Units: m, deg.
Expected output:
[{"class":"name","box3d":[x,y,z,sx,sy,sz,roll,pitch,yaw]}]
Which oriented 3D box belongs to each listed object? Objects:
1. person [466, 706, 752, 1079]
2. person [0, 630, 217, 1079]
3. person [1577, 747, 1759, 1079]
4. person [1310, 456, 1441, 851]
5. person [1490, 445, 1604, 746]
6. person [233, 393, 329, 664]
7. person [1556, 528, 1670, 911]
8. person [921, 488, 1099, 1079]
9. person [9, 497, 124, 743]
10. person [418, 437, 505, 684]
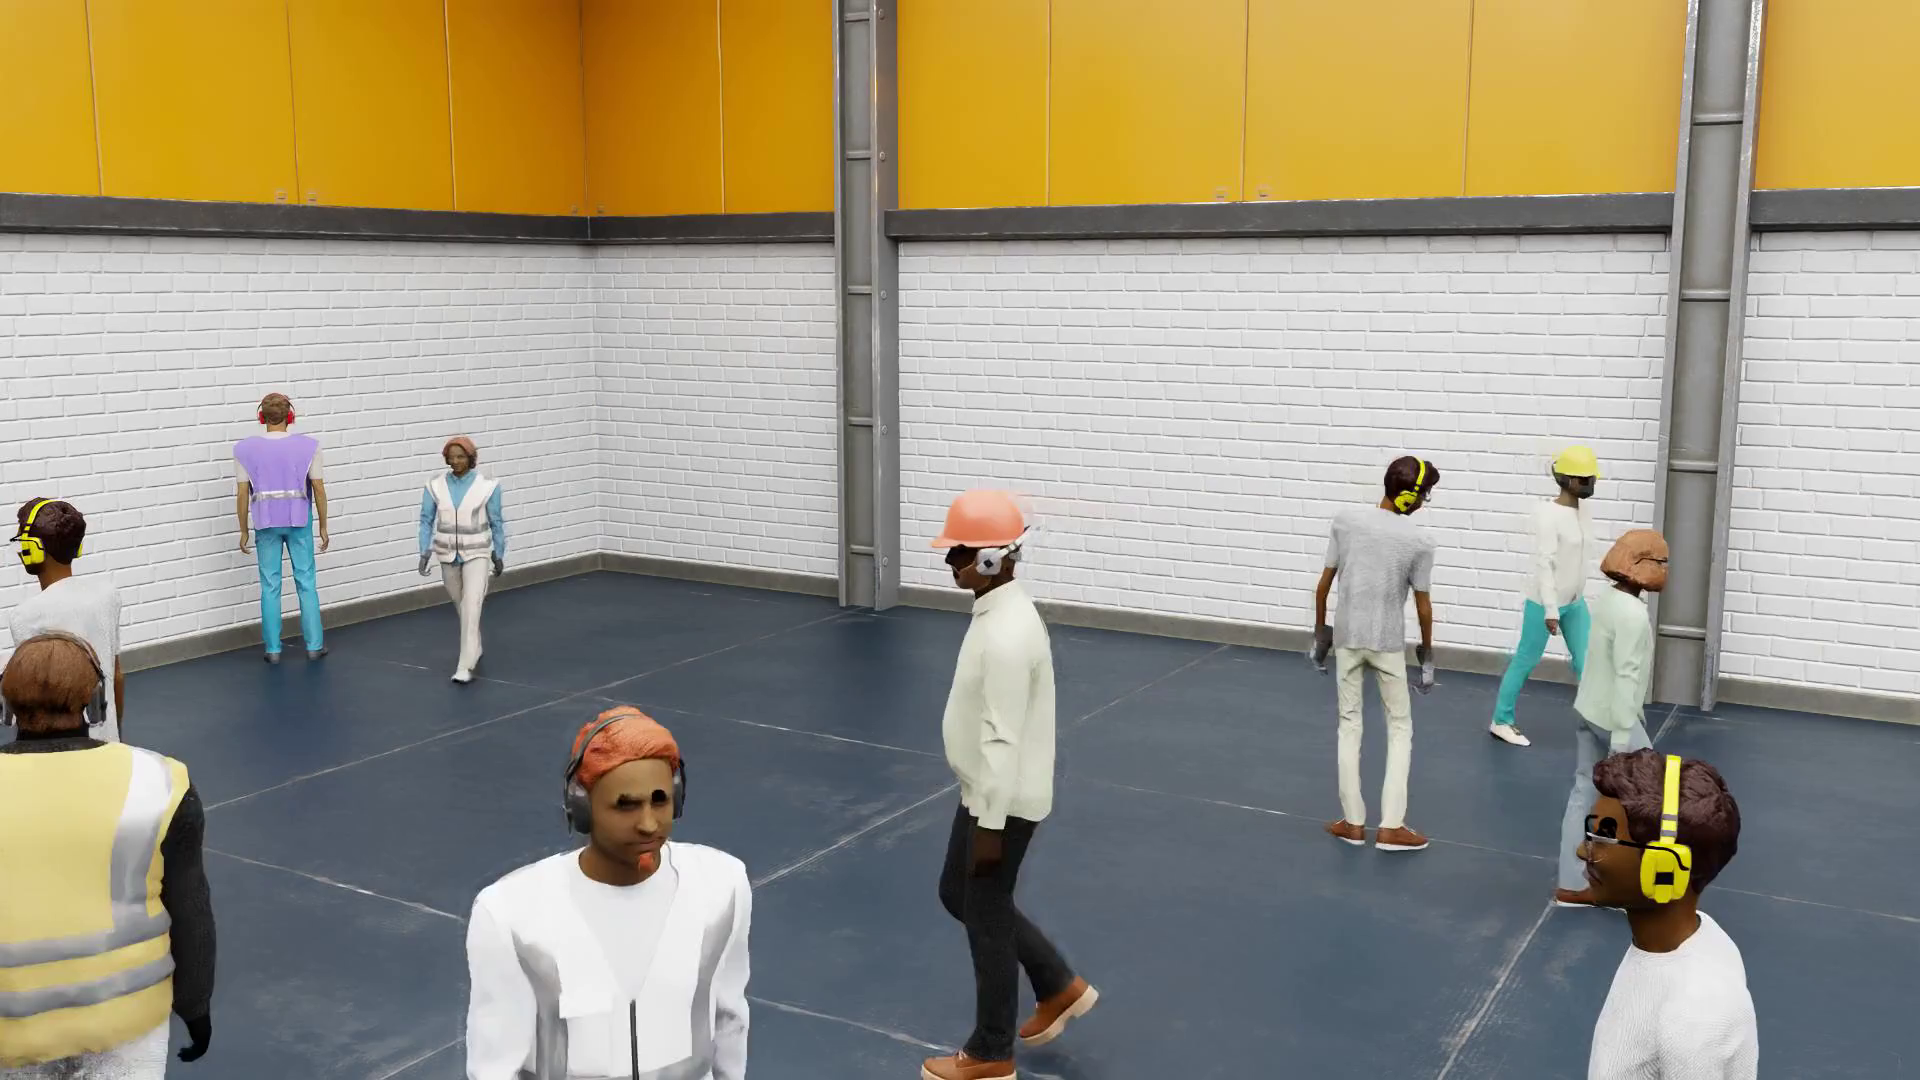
[{"class":"person","box3d":[-0.680,1.219,3.286,0.582,1.839,0.976,-4,10,-25]},{"class":"person","box3d":[-2.085,1.117,3.903,0.650,1.829,0.440,-4,10,-21]},{"class":"person","box3d":[1.163,1.268,2.840,0.334,1.873,0.517,3,10,18]},{"class":"person","box3d":[1.899,0.528,7.629,0.618,1.838,0.368,4,10,24]},{"class":"person","box3d":[3.331,0.340,9.107,0.551,1.714,0.912,-7,12,-38]},{"class":"person","box3d":[-4.599,-0.074,11.304,0.572,1.839,0.373,-3,10,-20]},{"class":"person","box3d":[2.758,0.751,6.845,0.563,1.609,0.494,0,9,2]},{"class":"person","box3d":[0.141,0.812,5.363,0.485,1.979,0.616,0,9,-3]},{"class":"person","box3d":[-3.163,0.779,5.905,0.317,1.865,0.531,1,9,9]},{"class":"person","box3d":[-3.262,0.114,10.921,0.510,1.589,0.901,0,9,2]}]
